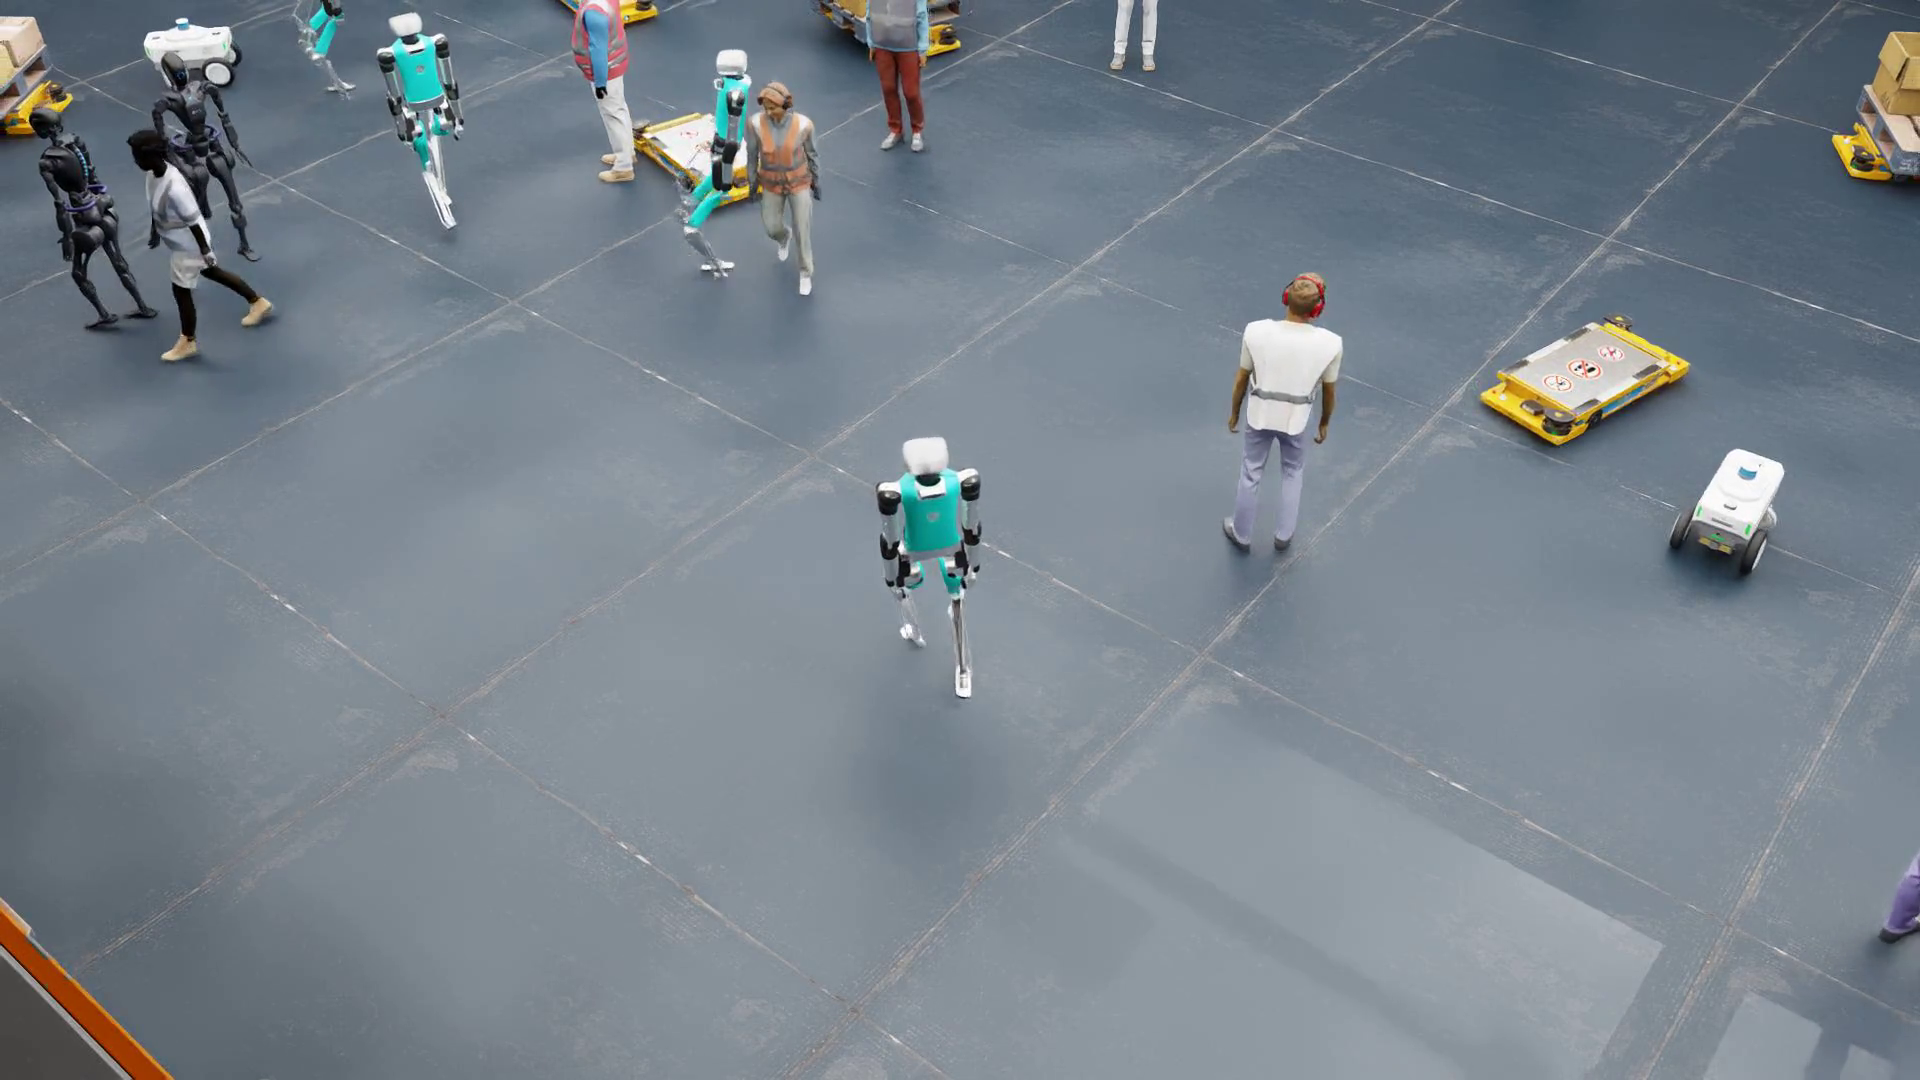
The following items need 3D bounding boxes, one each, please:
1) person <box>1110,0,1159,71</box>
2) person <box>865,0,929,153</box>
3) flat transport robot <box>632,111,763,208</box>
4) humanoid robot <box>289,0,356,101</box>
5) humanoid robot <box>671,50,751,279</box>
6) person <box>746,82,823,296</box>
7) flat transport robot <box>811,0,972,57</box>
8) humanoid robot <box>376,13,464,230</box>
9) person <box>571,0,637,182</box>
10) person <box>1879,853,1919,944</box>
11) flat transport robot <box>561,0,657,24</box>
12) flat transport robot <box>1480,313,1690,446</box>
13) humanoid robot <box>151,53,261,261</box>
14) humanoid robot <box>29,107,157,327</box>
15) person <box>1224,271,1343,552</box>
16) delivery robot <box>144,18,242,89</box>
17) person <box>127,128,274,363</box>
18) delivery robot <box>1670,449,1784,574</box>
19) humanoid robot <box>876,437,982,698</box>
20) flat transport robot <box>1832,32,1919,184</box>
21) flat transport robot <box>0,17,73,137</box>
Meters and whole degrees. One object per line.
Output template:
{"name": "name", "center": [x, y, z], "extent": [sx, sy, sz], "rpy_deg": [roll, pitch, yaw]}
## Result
{"name": "person", "center": [1.624, -5.132, 14.869], "extent": [0.582, 1.882, 0.340], "rpy_deg": [3, 40, 4]}
{"name": "person", "center": [-0.508, -4.064, 13.642], "extent": [0.538, 1.856, 0.436], "rpy_deg": [11, 42, 13]}
{"name": "flat transport robot", "center": [-2.134, -3.198, 13.840], "extent": [0.659, 0.231, 1.431], "rpy_deg": [-25, 46, -27]}
{"name": "humanoid robot", "center": [-5.614, -4.650, 14.450], "extent": [0.681, 1.848, 0.539], "rpy_deg": [-14, 42, -15]}
{"name": "humanoid robot", "center": [-1.848, -2.691, 12.113], "extent": [0.761, 1.754, 0.542], "rpy_deg": [-6, 41, -7]}
{"name": "person", "center": [-1.255, -2.605, 12.090], "extent": [0.559, 1.622, 0.472], "rpy_deg": [3, 40, 4]}
{"name": "flat transport robot", "center": [-0.662, -4.949, 15.900], "extent": [0.659, 0.231, 1.431], "rpy_deg": [-24, 46, -26]}
{"name": "humanoid robot", "center": [-4.110, -3.237, 12.742], "extent": [0.548, 1.736, 0.983], "rpy_deg": [-21, 45, -23]}
{"name": "person", "center": [-2.862, -3.772, 13.313], "extent": [0.431, 1.838, 0.628], "rpy_deg": [-3, 40, -3]}
{"name": "person", "center": [4.549, 1.267, 7.381], "extent": [0.583, 1.828, 0.469], "rpy_deg": [31, 49, 31]}
{"name": "flat transport robot", "center": [-3.622, -5.434, 16.470], "extent": [0.659, 0.231, 1.431], "rpy_deg": [-24, 46, -26]}
{"name": "flat transport robot", "center": [4.294, -1.114, 11.388], "extent": [1.431, 0.231, 0.659], "rpy_deg": [-26, 47, -27]}
{"name": "humanoid robot", "center": [-5.671, -2.890, 12.409], "extent": [0.671, 1.637, 0.610], "rpy_deg": [30, 49, 30]}
{"name": "humanoid robot", "center": [-6.120, -2.257, 11.649], "extent": [0.455, 1.642, 0.598], "rpy_deg": [2, 40, 3]}
{"name": "person", "center": [1.872, -0.703, 9.710], "extent": [0.576, 1.818, 0.453], "rpy_deg": [8, 41, 9]}
{"name": "delivery robot", "center": [-6.938, -4.426, 15.046], "extent": [0.743, 0.572, 0.501], "rpy_deg": [-7, 41, -8]}
{"name": "person", "center": [-5.306, -2.087, 11.454], "extent": [0.835, 1.652, 0.524], "rpy_deg": [-24, 46, -25]}
{"name": "delivery robot", "center": [4.694, -0.193, 10.096], "extent": [0.500, 0.610, 0.782], "rpy_deg": [25, 46, 26]}
{"name": "humanoid robot", "center": [-0.205, 0.023, 8.946], "extent": [0.556, 1.774, 0.873], "rpy_deg": [-8, 41, -9]}
{"name": "flat transport robot", "center": [8.100, -3.194, 13.835], "extent": [1.431, 0.231, 0.659], "rpy_deg": [6, 41, 6]}
{"name": "flat transport robot", "center": [-8.608, -3.772, 14.515], "extent": [1.431, 0.231, 0.659], "rpy_deg": [0, 40, 0]}
